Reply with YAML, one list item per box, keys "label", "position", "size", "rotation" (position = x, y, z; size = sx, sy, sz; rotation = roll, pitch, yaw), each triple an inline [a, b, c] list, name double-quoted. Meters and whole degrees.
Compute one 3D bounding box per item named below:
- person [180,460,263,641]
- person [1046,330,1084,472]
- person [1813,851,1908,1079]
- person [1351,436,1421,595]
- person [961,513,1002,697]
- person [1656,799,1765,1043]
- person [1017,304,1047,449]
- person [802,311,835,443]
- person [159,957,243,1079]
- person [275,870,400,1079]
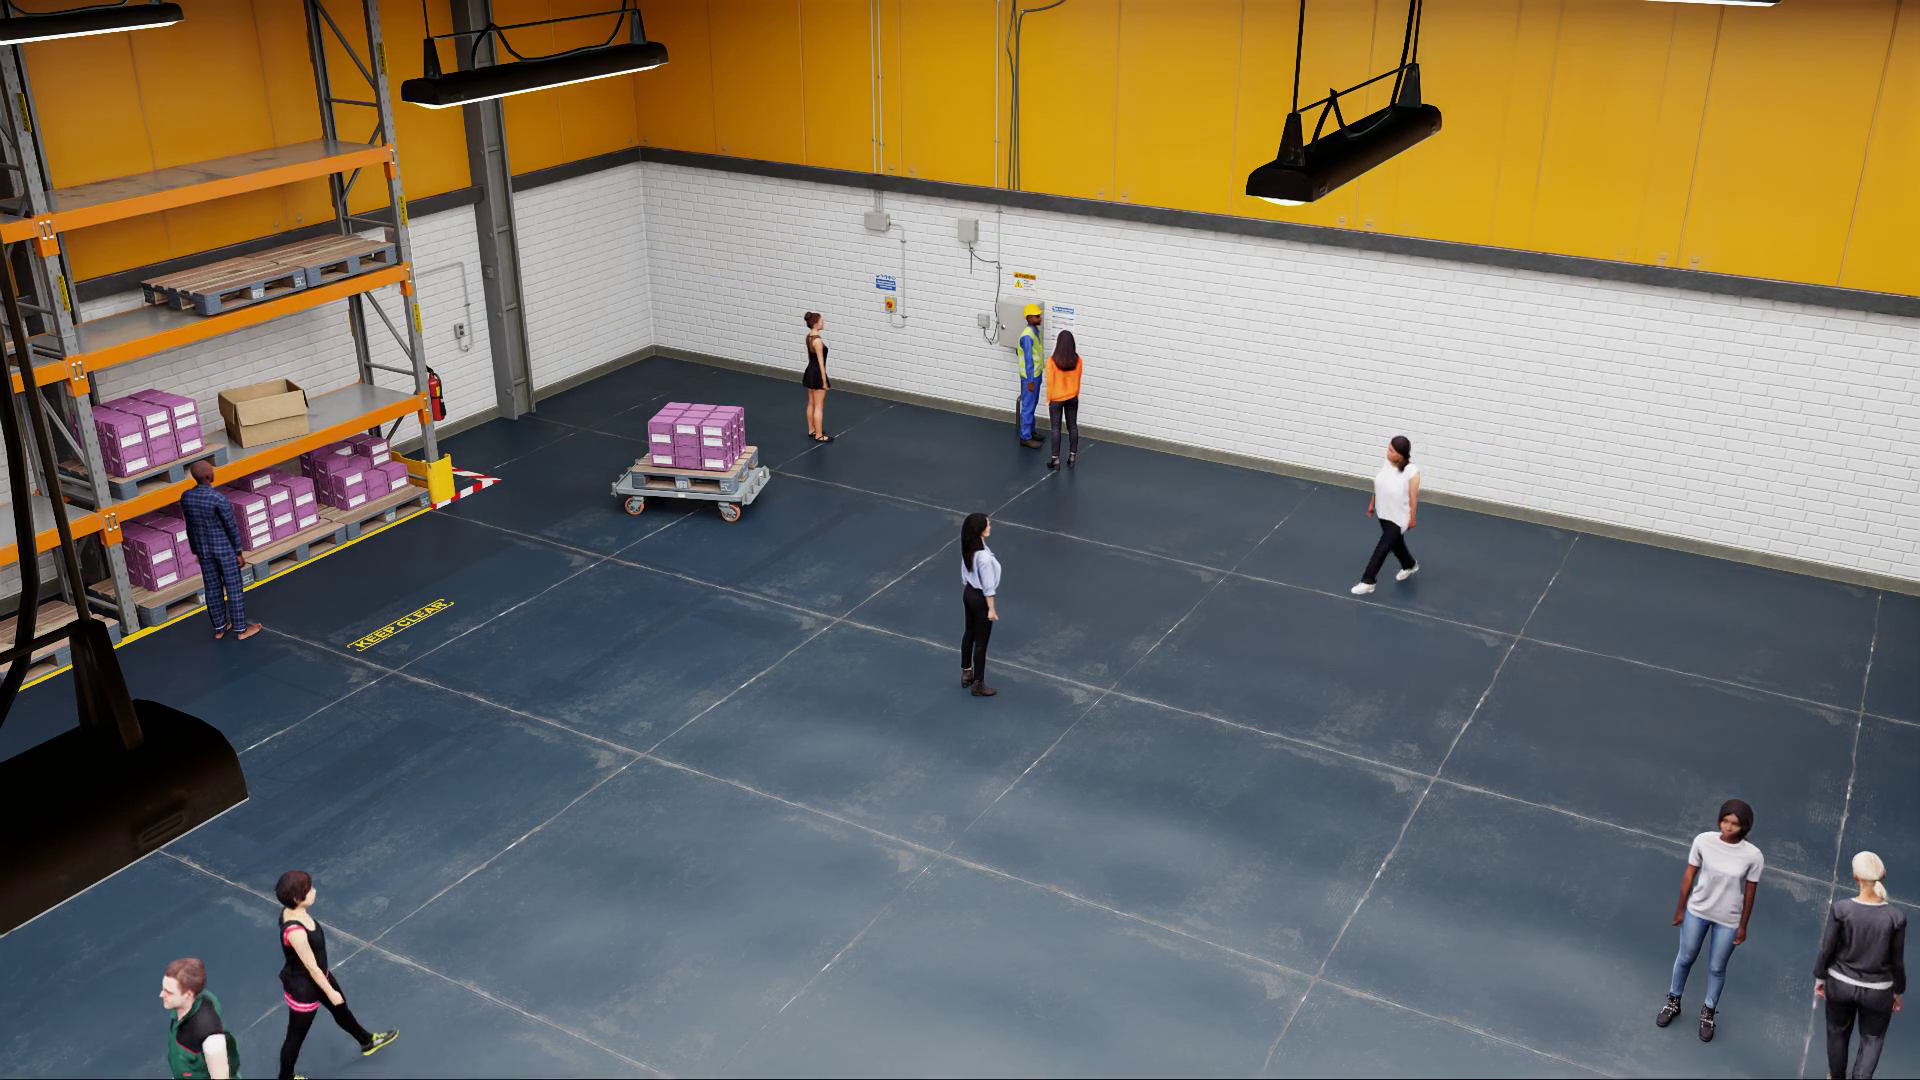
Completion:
- label: "person"
  position: [-7.104, 0.090, 15.892]
  size: [0.745, 1.818, 0.721]
  rotation: [3, 24, 8]
- label: "person"
  position: [1.254, -1.696, 20.065]
  size: [0.690, 1.748, 0.771]
  rotation: [-9, 25, -20]
- label: "person"
  position: [5.417, 2.720, 10.023]
  size: [0.673, 1.699, 0.777]
  rotation: [14, 27, 29]
- label: "person"
  position: [4.463, -0.270, 16.929]
  size: [1.201, 1.647, 1.099]
  rotation: [-8, 25, -18]
- label: "person"
  position: [0.160, 0.563, 14.903]
  size: [0.751, 1.744, 0.739]
  rotation: [-11, 26, -24]
- label: "person"
  position: [4.837, 2.421, 10.683]
  size: [0.591, 1.719, 0.526]
  rotation: [15, 27, 30]
- label: "person"
  position: [0.899, -2.080, 20.861]
  size: [0.781, 1.813, 0.609]
  rotation: [6, 24, 14]
- label: "person"
  position: [-1.816, -2.073, 21.021]
  size: [0.718, 1.673, 0.678]
  rotation: [-11, 26, -23]
- label: "person"
  position: [-4.054, 3.028, 9.146]
  size: [0.762, 1.837, 0.747]
  rotation: [-18, 30, -36]
- label: "person"
  position: [-4.092, 2.742, 10.198]
  size: [1.041, 1.518, 0.931]
  rotation: [-8, 25, -18]
